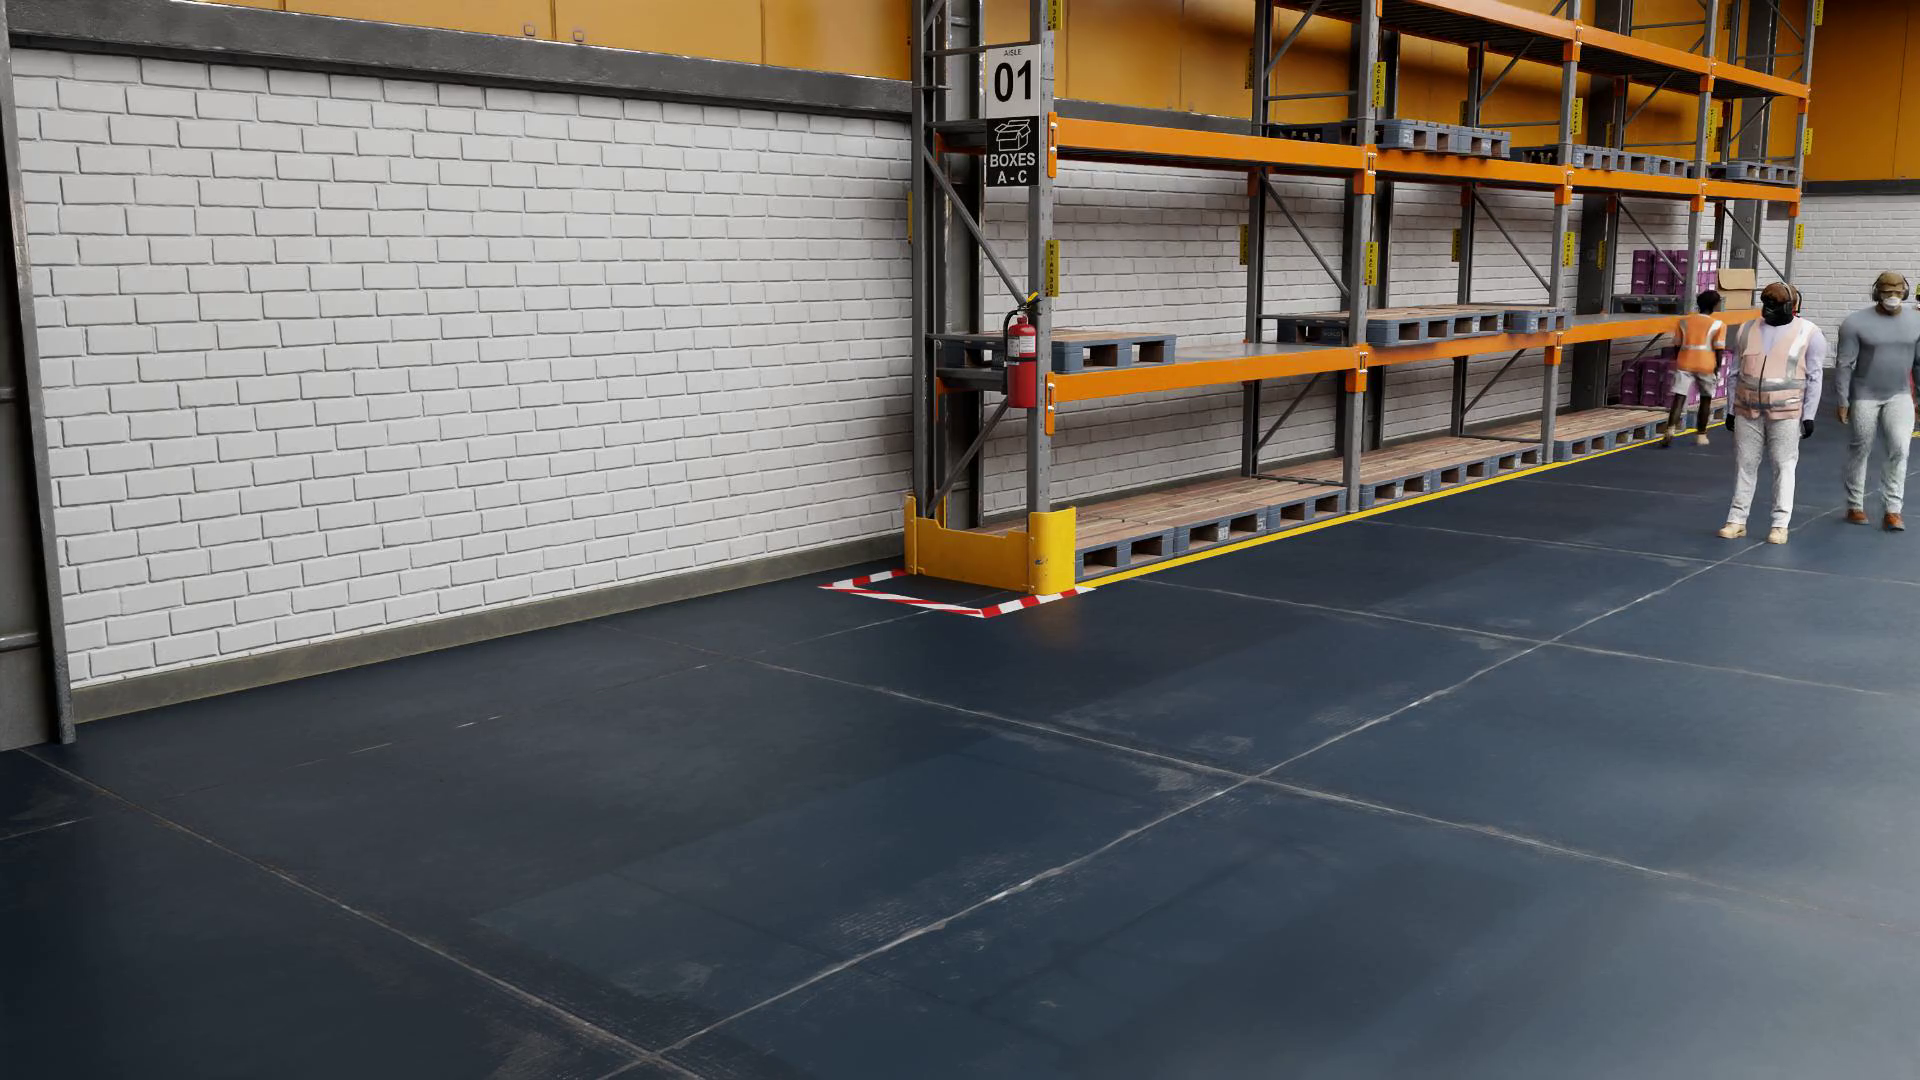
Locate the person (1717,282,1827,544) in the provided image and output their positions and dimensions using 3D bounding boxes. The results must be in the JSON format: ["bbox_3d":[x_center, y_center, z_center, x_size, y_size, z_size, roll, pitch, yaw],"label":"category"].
[{"bbox_3d":[5.724,-0.896,11.763,0.620,1.840,0.430,10,14,44],"label":"person"}]

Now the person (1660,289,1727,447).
[{"bbox_3d":[7.650,-1.783,17.337,0.549,1.653,0.760,8,12,37],"label":"person"}]

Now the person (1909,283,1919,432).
[{"bbox_3d":[10.743,-2.026,18.551,0.541,1.717,0.923,6,12,30],"label":"person"}]

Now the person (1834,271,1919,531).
[{"bbox_3d":[6.801,-1.013,12.241,0.672,1.902,0.850,2,10,14],"label":"person"}]

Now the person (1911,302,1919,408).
[{"bbox_3d":[12.631,-2.560,21.678,0.549,1.681,0.522,5,11,28],"label":"person"}]

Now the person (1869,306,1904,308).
[{"bbox_3d":[11.397,-2.336,20.547,0.530,1.624,0.504,4,11,20],"label":"person"}]
